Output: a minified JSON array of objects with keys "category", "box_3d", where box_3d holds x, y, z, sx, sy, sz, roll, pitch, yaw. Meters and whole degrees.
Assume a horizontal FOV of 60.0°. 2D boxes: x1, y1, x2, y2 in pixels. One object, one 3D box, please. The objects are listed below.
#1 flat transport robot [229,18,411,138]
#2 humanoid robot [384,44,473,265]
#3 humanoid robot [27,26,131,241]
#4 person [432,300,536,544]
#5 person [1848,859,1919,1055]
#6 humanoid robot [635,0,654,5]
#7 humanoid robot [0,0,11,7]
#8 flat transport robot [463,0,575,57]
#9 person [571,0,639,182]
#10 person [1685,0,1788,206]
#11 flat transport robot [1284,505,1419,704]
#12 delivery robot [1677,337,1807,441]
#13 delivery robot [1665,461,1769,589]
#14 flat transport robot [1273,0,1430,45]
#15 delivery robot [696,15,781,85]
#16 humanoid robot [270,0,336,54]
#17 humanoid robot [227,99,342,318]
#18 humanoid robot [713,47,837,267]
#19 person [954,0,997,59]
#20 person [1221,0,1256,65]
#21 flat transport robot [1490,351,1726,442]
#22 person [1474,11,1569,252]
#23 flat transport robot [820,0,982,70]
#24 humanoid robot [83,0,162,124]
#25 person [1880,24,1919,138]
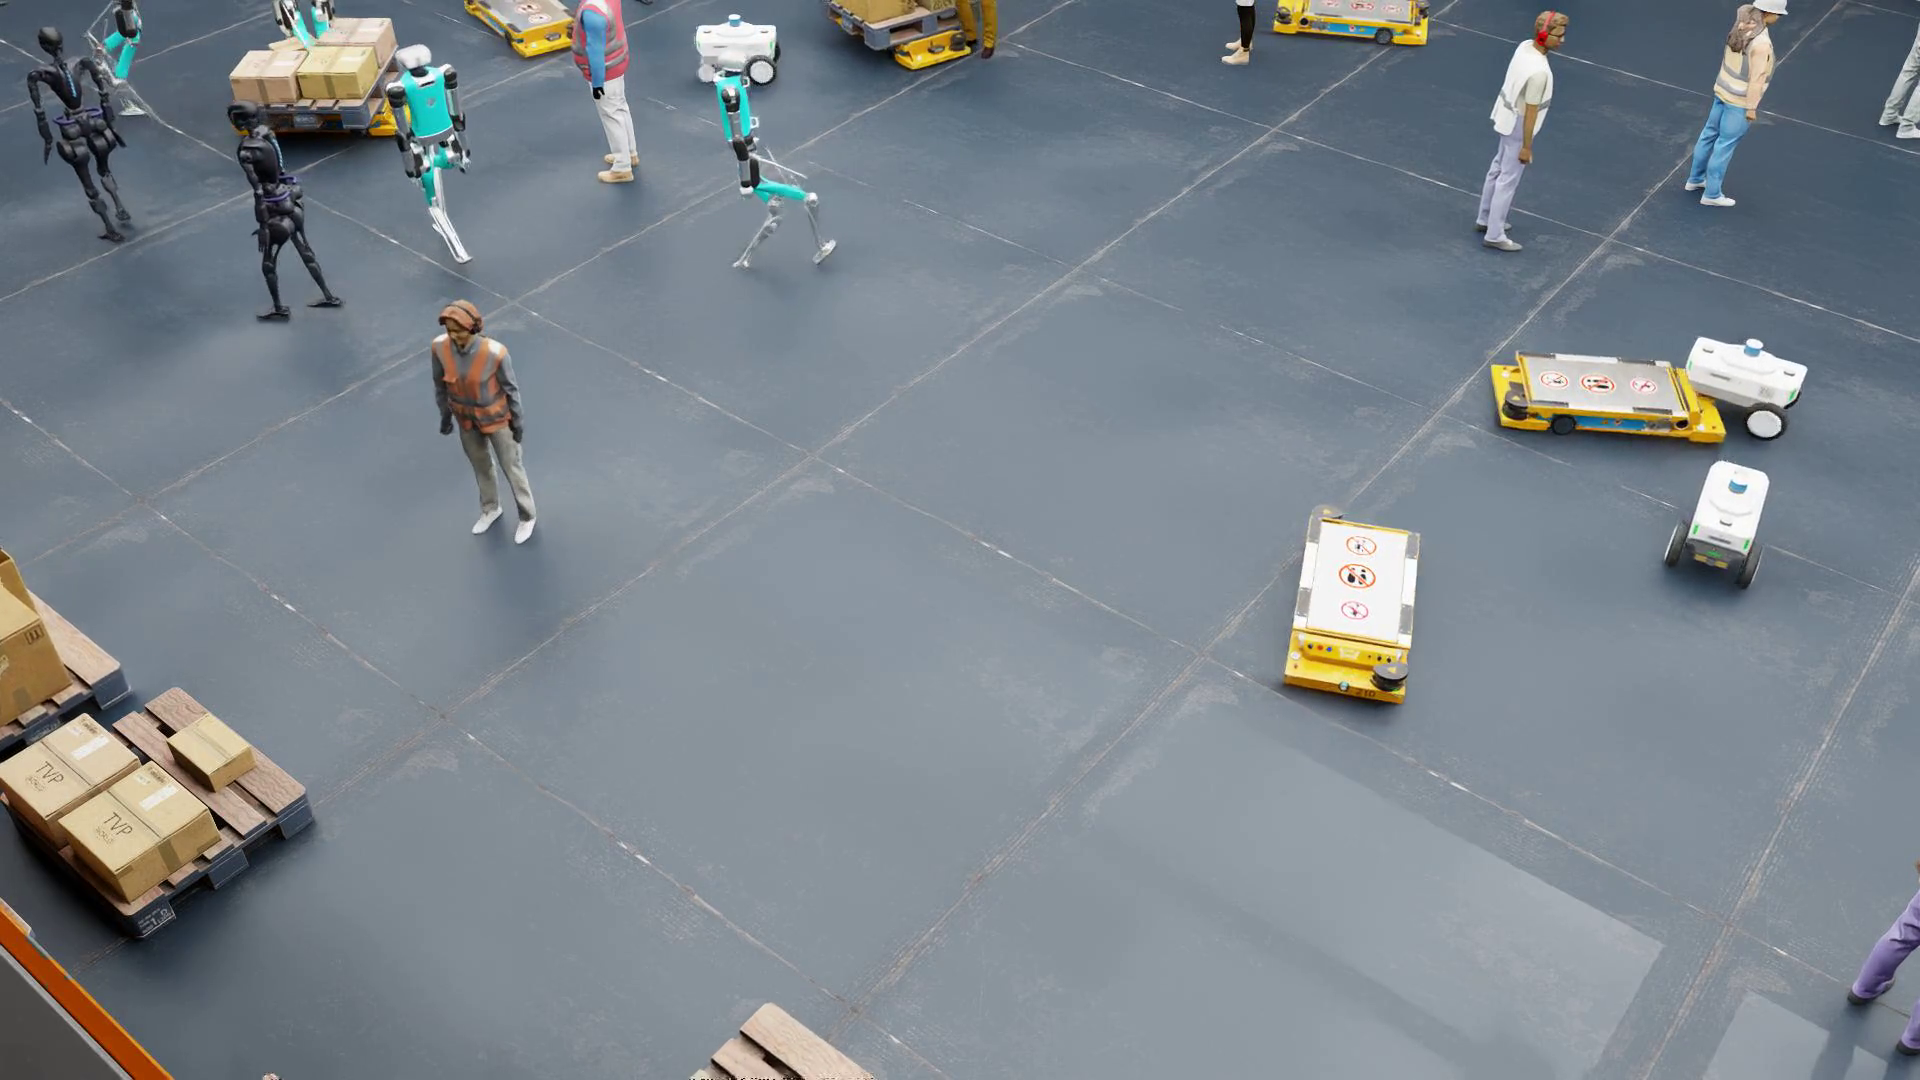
[{"category":"flat transport robot","box_3d":[-5.474,-3.754,14.494,1.431,0.231,0.659,0,40,0]},{"category":"humanoid robot","box_3d":[-3.951,-2.886,12.330,0.546,1.735,0.998,-28,48,-29]},{"category":"humanoid robot","box_3d":[-6.674,-3.074,12.609,0.318,1.652,0.598,32,50,32]},{"category":"person","box_3d":[-2.821,-0.710,9.856,0.526,1.636,0.315,11,42,13]},{"category":"person","box_3d":[4.307,1.512,7.094,0.391,1.834,0.559,-15,43,-17]},{"category":"humanoid robot","box_3d":[-3.161,-6.041,16.106,0.404,1.648,0.589,32,50,32]},{"category":"humanoid robot","box_3d":[-9.719,-5.854,15.902,0.614,1.639,0.610,16,43,18]},{"category":"flat transport robot","box_3d":[-4.188,-5.034,16.000,0.659,0.231,1.431,-25,46,-27]},{"category":"person","box_3d":[-2.861,-3.770,13.312,0.431,1.836,0.628,0,40,0]},{"category":"person","box_3d":[6.075,-3.467,13.035,0.376,1.723,0.486,-5,41,-6]},{"category":"flat transport robot","box_3d":[2.295,0.346,9.671,0.659,0.231,1.431,10,41,11]},{"category":"delivery robot","box_3d":[5.233,-1.054,11.104,0.803,0.603,0.499,22,45,24]},{"category":"delivery robot","box_3d":[4.595,-0.109,9.997,0.499,0.610,0.788,19,44,21]},{"category":"flat transport robot","box_3d":[3.771,-5.034,15.999,1.431,0.231,0.659,9,41,10]},{"category":"delivery robot","box_3d":[-1.995,-4.462,15.120,0.796,0.613,0.499,0,40,0]},{"category":"humanoid robot","box_3d":[-5.528,-4.445,14.174,0.540,1.749,0.942,-25,46,-26]},{"category":"humanoid robot","box_3d":[-4.867,-2.344,11.754,0.561,1.639,0.611,0,40,0]},{"category":"humanoid robot","box_3d":[-1.304,-2.769,12.243,0.998,1.784,0.531,-5,41,-6]},{"category":"person","box_3d":[0.134,-5.241,15.107,0.372,1.737,0.544,-27,47,-28]},{"category":"person","box_3d":[2.592,-5.169,15.062,0.322,1.691,0.532,9,41,11]},{"category":"flat transport robot","box_3d":[4.355,-0.964,11.213,1.431,0.231,0.659,5,41,5]},{"category":"person","box_3d":[4.179,-3.075,12.481,0.392,1.841,0.562,2,40,3]},{"category":"flat transport robot","box_3d":[-0.567,-4.860,15.796,0.659,0.231,1.431,-24,46,-26]},{"category":"humanoid robot","box_3d":[-7.198,-4.370,14.108,0.820,1.794,0.555,-13,42,-15]},{"category":"person","box_3d":[8.209,-4.203,13.895,0.321,1.730,0.489,-10,41,-11]}]
